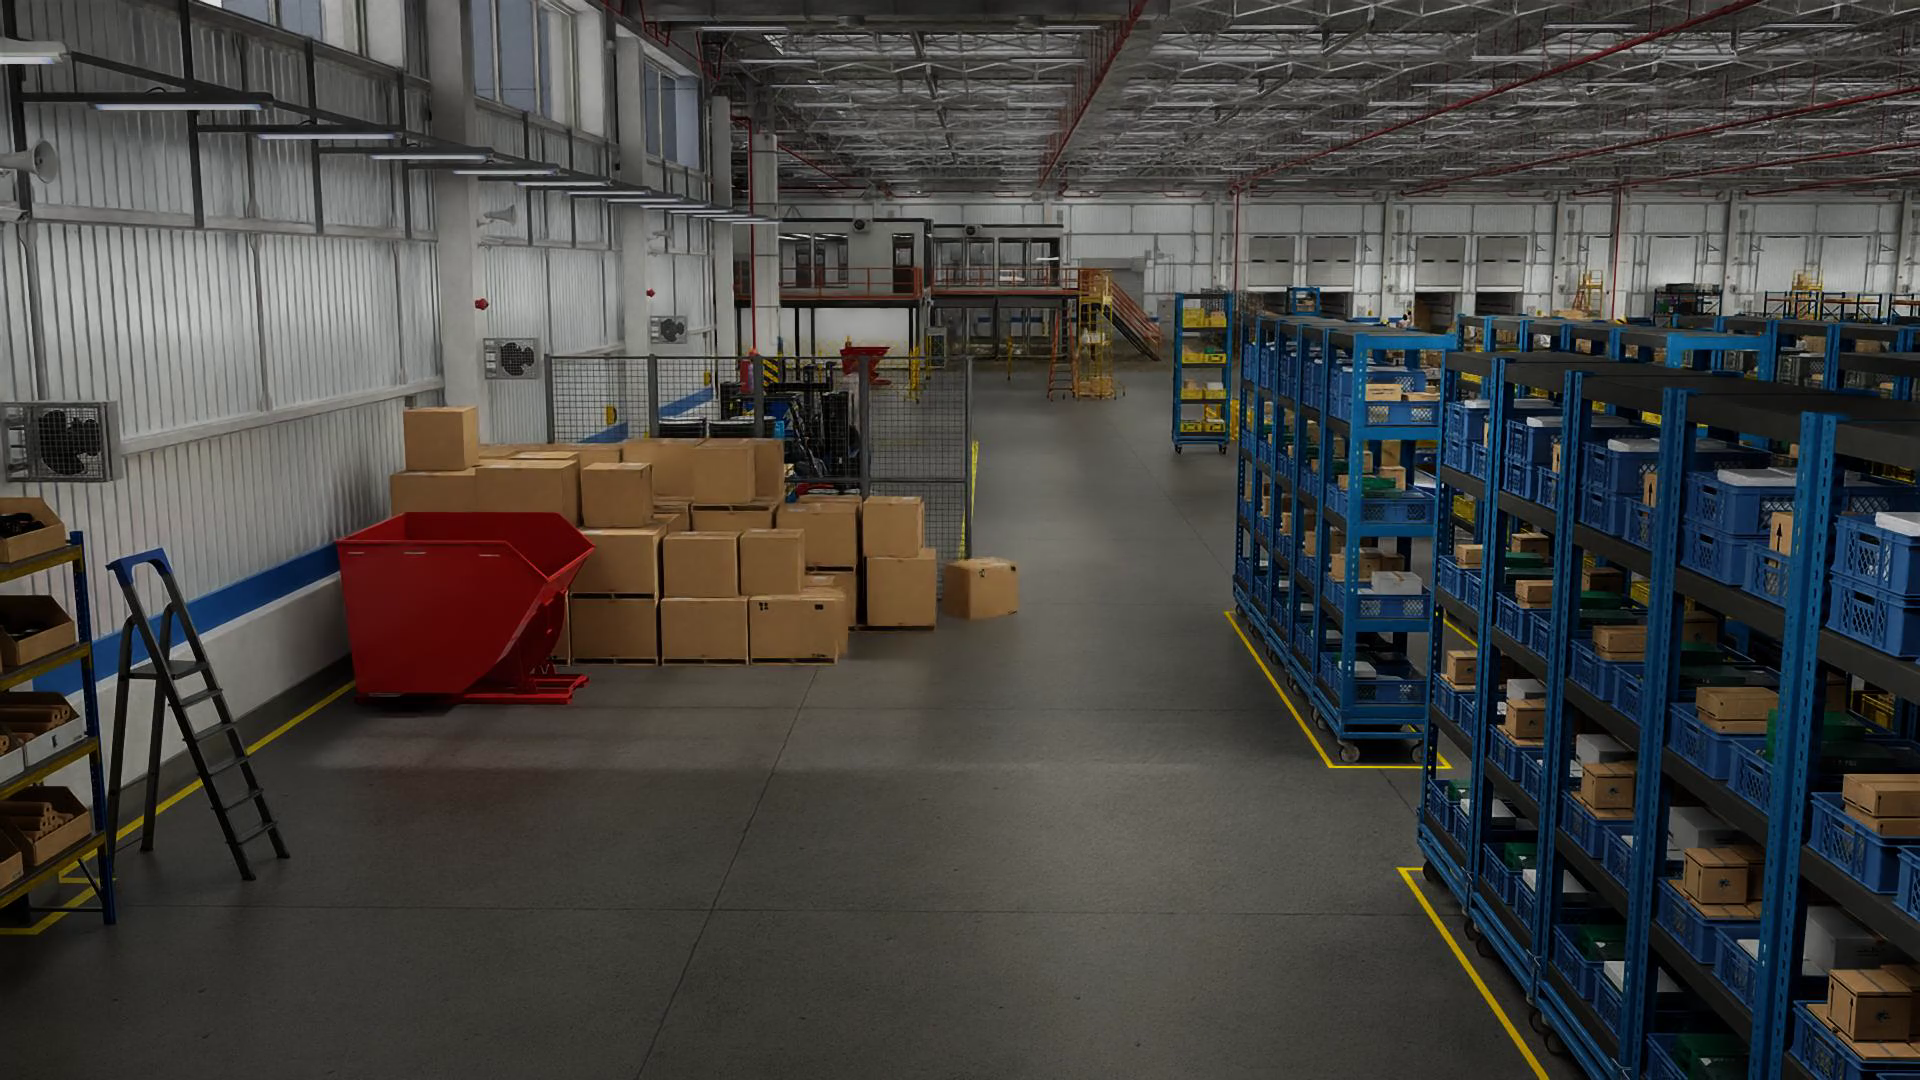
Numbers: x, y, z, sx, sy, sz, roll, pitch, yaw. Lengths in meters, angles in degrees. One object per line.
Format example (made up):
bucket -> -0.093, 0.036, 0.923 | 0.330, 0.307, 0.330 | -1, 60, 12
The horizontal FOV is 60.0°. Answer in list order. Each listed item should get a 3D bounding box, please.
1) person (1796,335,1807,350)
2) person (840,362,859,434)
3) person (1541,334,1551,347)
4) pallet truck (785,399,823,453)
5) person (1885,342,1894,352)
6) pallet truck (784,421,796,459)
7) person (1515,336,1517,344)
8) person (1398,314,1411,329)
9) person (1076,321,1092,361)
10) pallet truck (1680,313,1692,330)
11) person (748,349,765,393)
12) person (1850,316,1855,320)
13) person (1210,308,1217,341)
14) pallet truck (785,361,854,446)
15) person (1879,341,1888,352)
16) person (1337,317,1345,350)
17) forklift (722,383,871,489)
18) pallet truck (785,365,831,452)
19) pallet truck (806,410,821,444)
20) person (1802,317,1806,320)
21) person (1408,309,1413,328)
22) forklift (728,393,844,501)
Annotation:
person -> 30.741, -6.682, 60.913 | 0.326, 1.865, 0.518 | -2, 9, -10
person -> -2.596, -3.394, 40.605 | 0.646, 1.876, 0.848 | -5, 10, -27
person -> 23.905, -7.810, 67.724 | 0.557, 1.914, 0.754 | -1, 9, -9
pallet truck -> -3.814, -2.432, 36.419 | 1.630, 1.274, 0.653 | 0, 9, 1
person -> 32.816, -6.323, 58.404 | 0.610, 1.956, 0.386 | 6, 11, 34
pallet truck -> -4.013, -1.793, 32.705 | 1.601, 1.201, 0.680 | 0, 9, 1
person -> 22.384, -7.621, 66.825 | 0.954, 1.826, 0.519 | -2, 9, -10
person -> 23.133, -10.832, 86.574 | 0.633, 1.843, 0.429 | 3, 10, 20
person -> 5.622, -8.871, 74.422 | 0.770, 1.864, 0.587 | 1, 9, 5
pallet truck -> 36.315, -10.531, 84.244 | 0.823, 1.965, 1.885 | -6, 11, -33
person -> -5.436, -4.040, 44.113 | 0.410, 2.035, 0.601 | 5, 10, 28
person -> 48.008, -11.234, 89.676 | 0.774, 1.681, 0.538 | -6, 11, -32
person -> 15.035, -12.586, 97.142 | 0.836, 1.914, 0.656 | 2, 9, 10
pallet truck -> -3.410, -3.193, 38.978 | 1.885, 1.965, 0.823 | 0, 9, -1
person -> 35.557, -7.256, 63.904 | 0.701, 2.000, 0.688 | 1, 9, 9
person -> 18.129, -9.625, 78.971 | 0.653, 1.888, 0.998 | 9, 13, 43
forklift -> -2.893, -1.687, 28.729 | 2.680, 1.987, 1.157 | 0, 9, -1
pallet truck -> -3.774, -2.976, 37.635 | 1.885, 1.965, 0.823 | 1, 9, 5
pallet truck -> -3.559, -2.018, 33.905 | 1.522, 1.261, 0.704 | 0, 9, -1
person -> 39.756, -9.562, 78.566 | 0.590, 1.904, 0.717 | 6, 11, 35
person -> 25.596, -12.177, 94.646 | 0.395, 1.920, 0.584 | 6, 11, 32
forklift -> -2.979, -1.316, 26.476 | 2.680, 1.987, 1.157 | 0, 9, 1
